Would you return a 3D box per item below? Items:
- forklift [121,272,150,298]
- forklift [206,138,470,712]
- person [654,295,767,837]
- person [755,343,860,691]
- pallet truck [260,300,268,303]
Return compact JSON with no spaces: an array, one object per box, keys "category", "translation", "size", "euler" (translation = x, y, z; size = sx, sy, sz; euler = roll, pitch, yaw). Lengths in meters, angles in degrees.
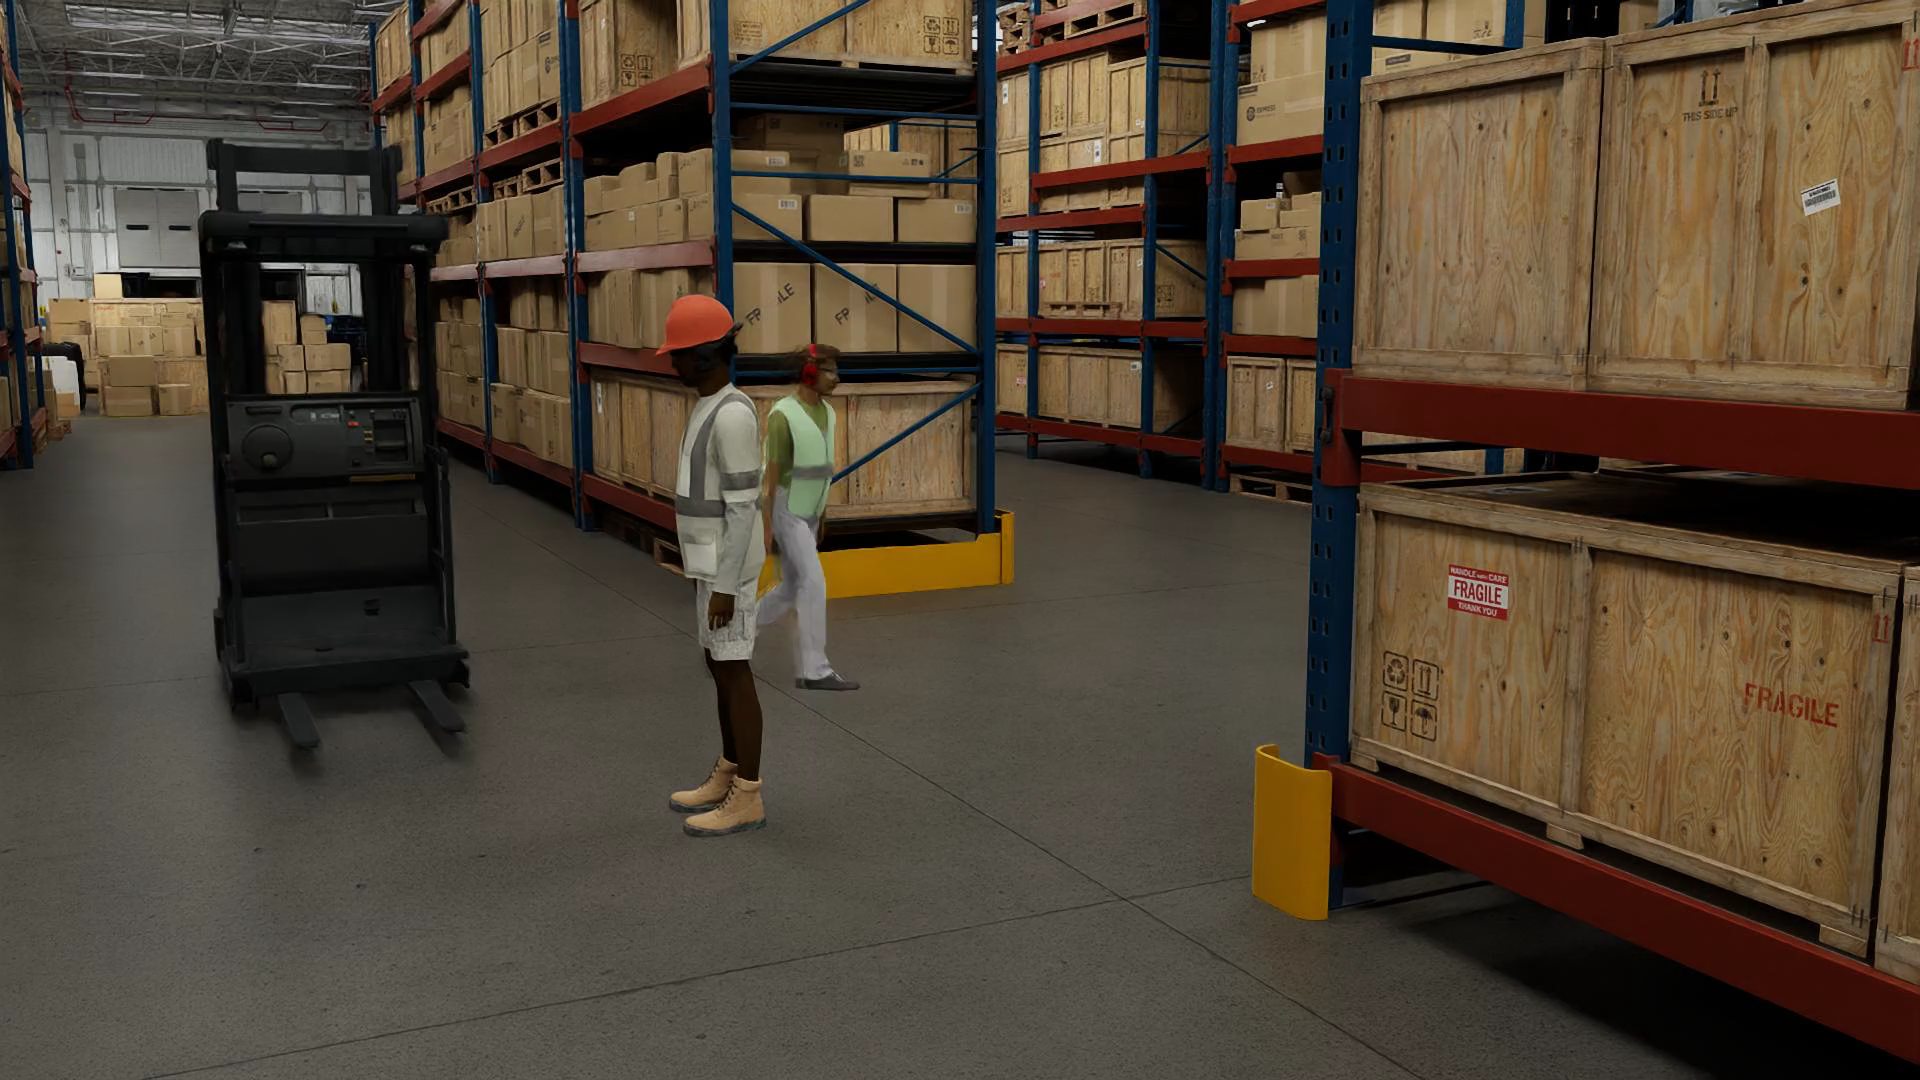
[{"category":"forklift","translation":[-24.911,-6.719,50.418],"size":[1.129,2.768,1.873],"euler":[4,9,26]},{"category":"forklift","translation":[-3.409,-0.690,8.844],"size":[1.129,2.768,1.873],"euler":[-4,9,-26]},{"category":"person","translation":[-0.937,0.101,6.299],"size":[0.392,2.034,0.605],"euler":[-2,9,-16]},{"category":"person","translation":[-0.915,-0.124,8.646],"size":[0.785,1.810,0.592],"euler":[3,9,18]},{"category":"pallet truck","translation":[-23.913,-7.404,58.171],"size":[1.885,1.965,0.823],"euler":[-1,8,-9]}]
